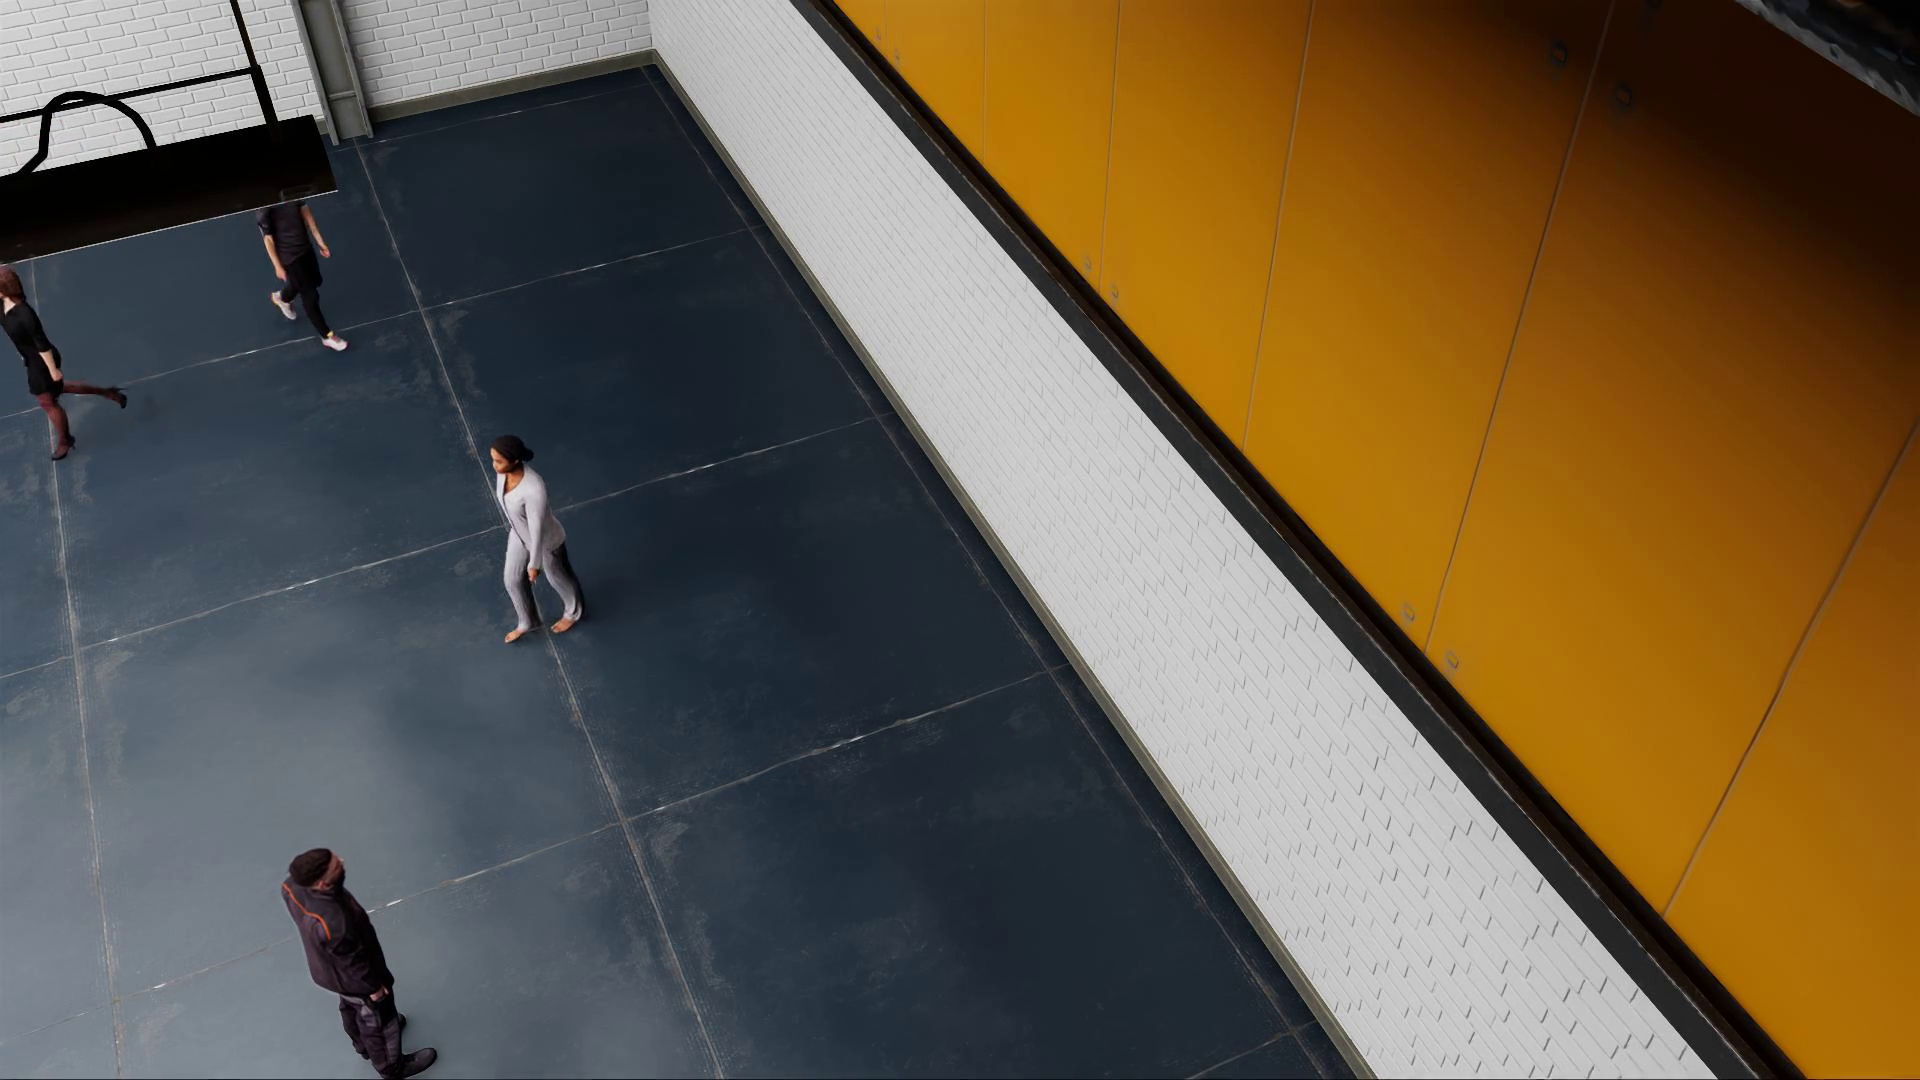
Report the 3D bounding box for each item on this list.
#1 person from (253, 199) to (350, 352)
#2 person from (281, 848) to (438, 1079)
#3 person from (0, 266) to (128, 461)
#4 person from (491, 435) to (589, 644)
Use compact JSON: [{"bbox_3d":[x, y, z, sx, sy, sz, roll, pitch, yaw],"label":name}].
[{"bbox_3d":[-5.441,-2.352,13.463,1.103,1.742,1.054,16,46,16],"label":"person"},{"bbox_3d":[-3.169,2.181,8.623,0.735,1.855,0.792,-35,53,-31],"label":"person"},{"bbox_3d":[-6.814,-1.374,12.478,0.789,1.685,1.015,34,53,31],"label":"person"},{"bbox_3d":[-2.749,-0.061,11.078,0.836,1.716,0.939,30,51,28],"label":"person"}]
